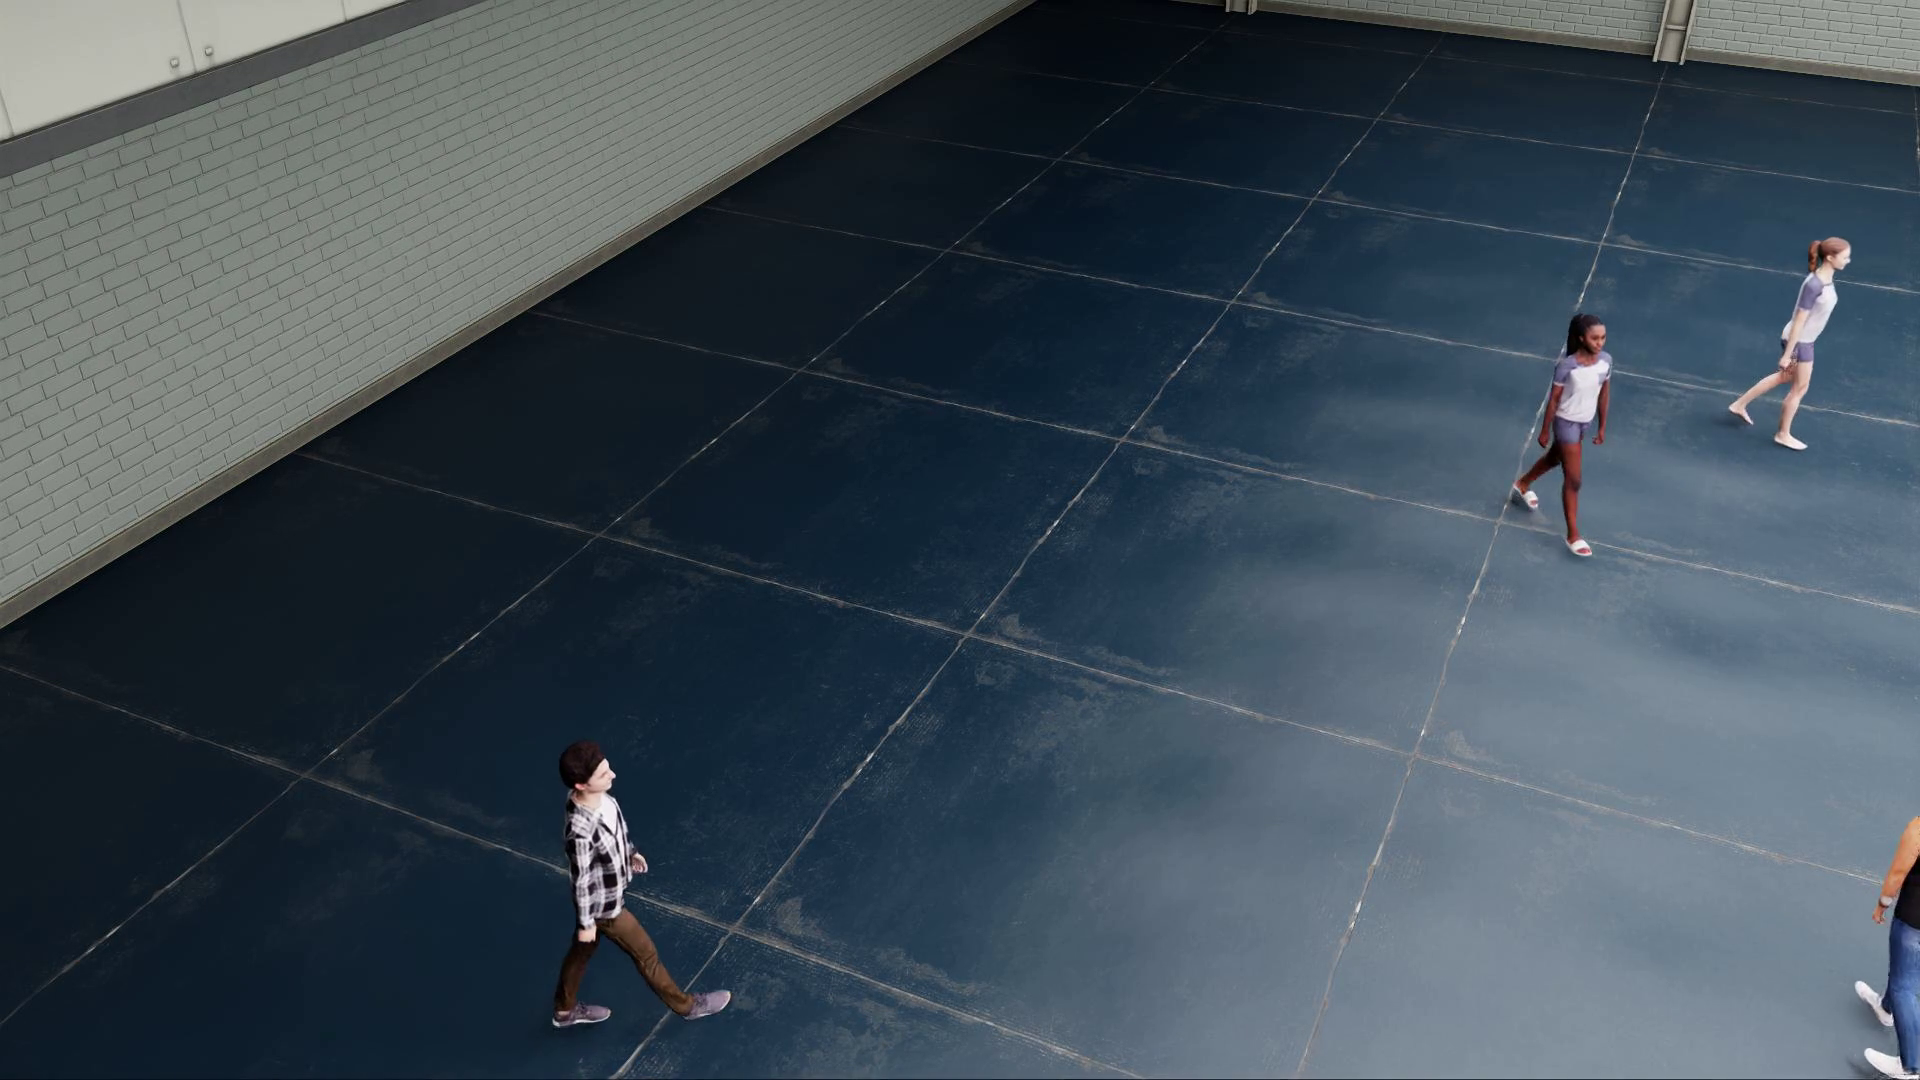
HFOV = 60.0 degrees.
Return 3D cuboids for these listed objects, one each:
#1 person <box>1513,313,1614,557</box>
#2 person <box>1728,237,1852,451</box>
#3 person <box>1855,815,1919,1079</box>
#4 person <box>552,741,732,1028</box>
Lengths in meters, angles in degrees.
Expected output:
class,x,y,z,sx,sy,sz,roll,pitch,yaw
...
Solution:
class,x,y,z,sx,sy,sz,roll,pitch,yaw
person,4.350,-0.835,11.967,1.146,1.677,1.211,-11,34,-17
person,6.548,-1.581,13.091,0.930,1.739,0.681,19,37,27
person,4.567,1.801,7.796,0.891,1.669,0.922,-6,33,-10
person,-1.786,1.687,7.892,1.204,1.759,1.037,-5,33,-8
